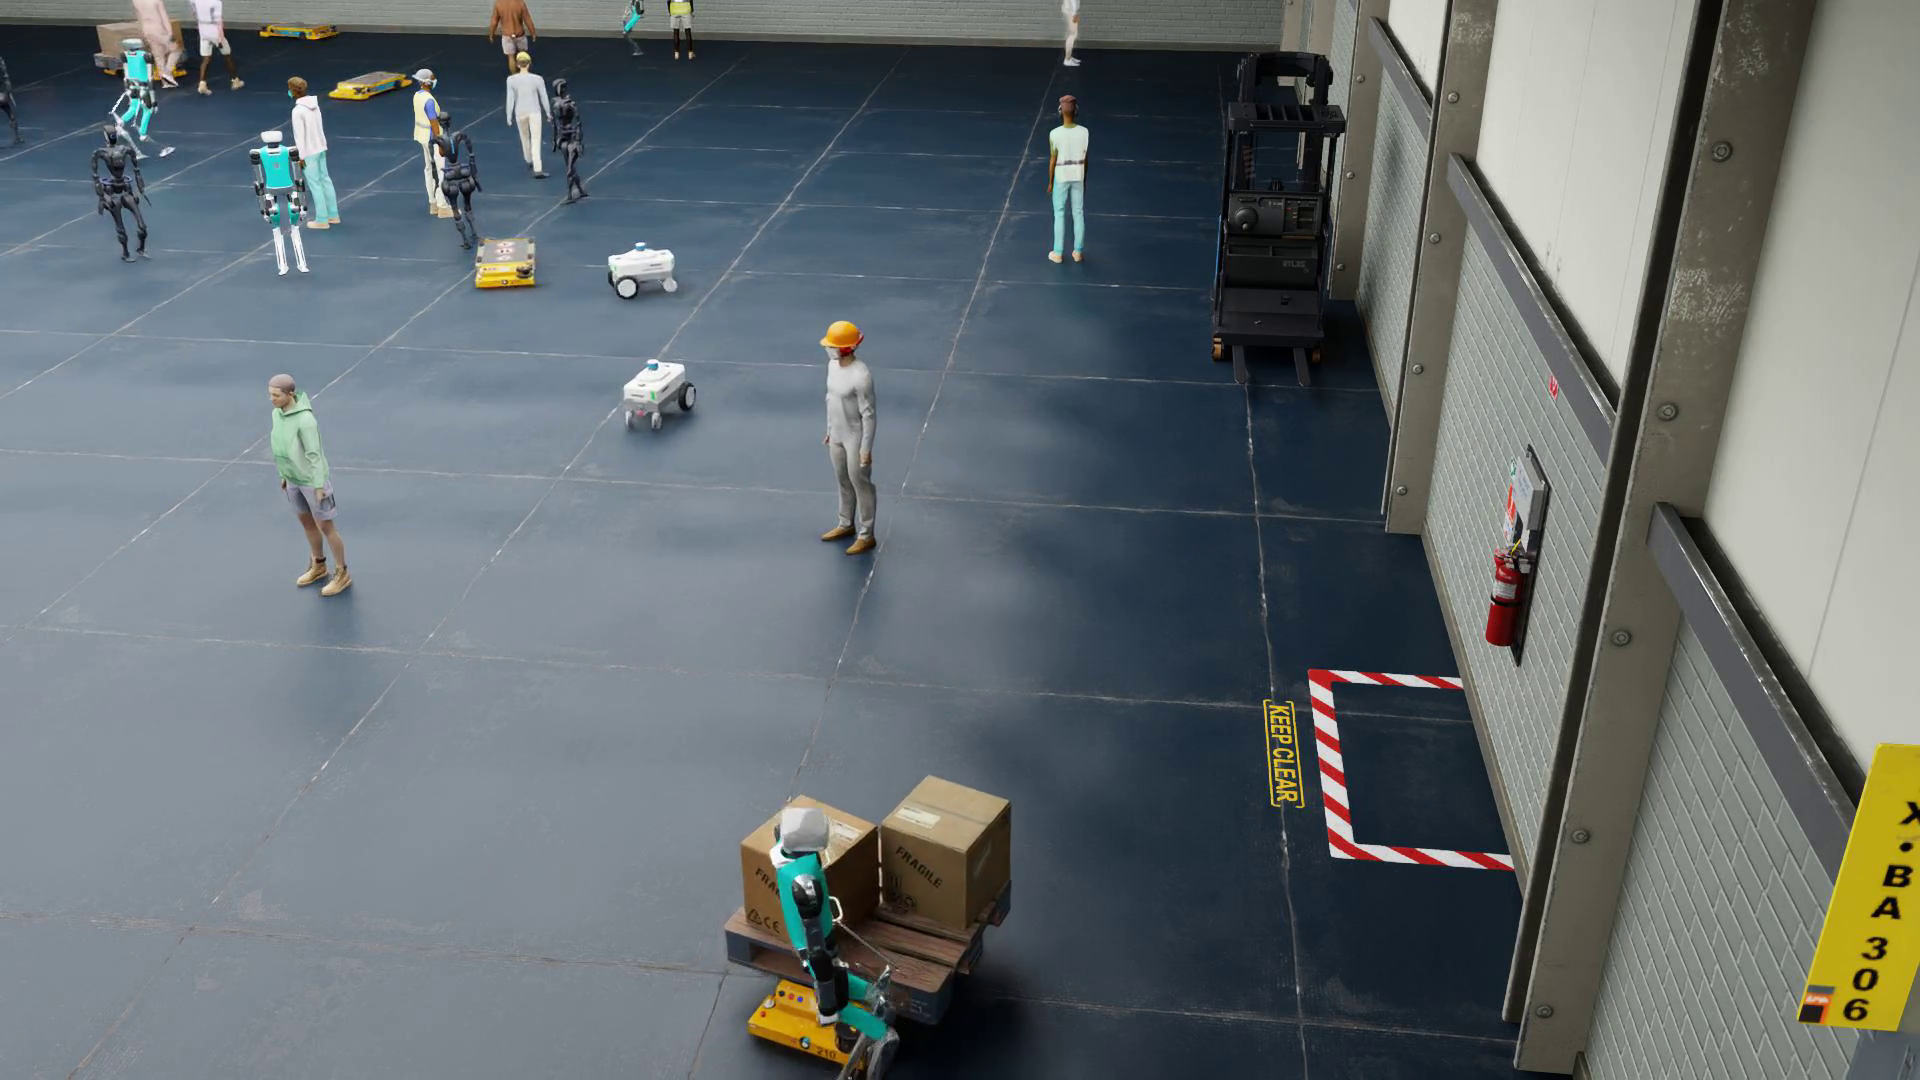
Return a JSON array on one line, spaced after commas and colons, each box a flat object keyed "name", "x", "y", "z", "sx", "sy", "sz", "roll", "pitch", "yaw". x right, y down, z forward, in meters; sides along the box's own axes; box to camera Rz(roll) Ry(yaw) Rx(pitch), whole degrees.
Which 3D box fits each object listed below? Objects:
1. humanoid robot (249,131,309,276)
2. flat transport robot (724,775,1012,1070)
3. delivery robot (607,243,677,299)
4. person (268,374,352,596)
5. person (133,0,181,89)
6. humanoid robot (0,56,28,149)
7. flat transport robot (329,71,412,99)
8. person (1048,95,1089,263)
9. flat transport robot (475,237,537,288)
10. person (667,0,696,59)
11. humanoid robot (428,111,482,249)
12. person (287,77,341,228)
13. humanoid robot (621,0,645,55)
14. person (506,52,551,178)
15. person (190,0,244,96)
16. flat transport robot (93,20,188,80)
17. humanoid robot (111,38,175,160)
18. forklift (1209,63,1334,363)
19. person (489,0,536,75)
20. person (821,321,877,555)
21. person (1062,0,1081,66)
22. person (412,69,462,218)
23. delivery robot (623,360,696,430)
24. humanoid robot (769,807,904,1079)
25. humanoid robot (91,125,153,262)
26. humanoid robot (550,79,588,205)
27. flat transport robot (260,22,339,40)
[{"name": "humanoid robot", "x": -7.817, "y": -3.925, "z": 19.182, "sx": 0.533, "sy": 1.681, "sz": 0.735, "roll": -11, "pitch": 28, "yaw": -20}, {"name": "flat transport robot", "x": -0.482, "y": 2.176, "z": 8.794, "sx": 0.659, "sy": 0.231, "sz": 1.431, "roll": 11, "pitch": 29, "yaw": 21}, {"name": "delivery robot", "x": -3.649, "y": -3.073, "z": 18.976, "sx": 0.811, "sy": 0.613, "sz": 0.499, "roll": -10, "pitch": 28, "yaw": -20}, {"name": "person", "x": -4.851, "y": -0.424, "z": 12.353, "sx": 0.471, "sy": 1.734, "sz": 0.324, "roll": 16, "pitch": 31, "yaw": 29}, {"name": "person", "x": -13.938, "y": -8.823, "z": 28.949, "sx": 0.684, "sy": 1.881, "sz": 0.427, "roll": 8, "pitch": 28, "yaw": 16}, {"name": "humanoid robot", "x": -14.540, "y": -6.731, "z": 25.026, "sx": 0.610, "sy": 1.635, "sz": 0.633, "roll": -1, "pitch": 27, "yaw": -1}, {"name": "flat transport robot", "x": -10.245, "y": -7.906, "z": 28.921, "sx": 0.659, "sy": 0.231, "sz": 1.431, "roll": 9, "pitch": 28, "yaw": 17}, {"name": "person", "x": 1.285, "y": -4.277, "z": 19.772, "sx": 0.481, "sy": 1.980, "sz": 0.405, "roll": -6, "pitch": 27, "yaw": -11}, {"name": "flat transport robot", "x": -5.380, "y": -3.304, "z": 19.734, "sx": 0.659, "sy": 0.231, "sz": 1.431, "roll": -5, "pitch": 27, "yaw": -10}, {"name": "person", "x": -5.275, "y": -9.963, "z": 31.433, "sx": 0.534, "sy": 1.696, "sz": 0.318, "roll": 0, "pitch": 27, "yaw": 0}, {"name": "humanoid robot", "x": -6.178, "y": -4.417, "z": 20.394, "sx": 0.589, "sy": 1.640, "sz": 0.408, "roll": -16, "pitch": 31, "yaw": -29}, {"name": "person", "x": -8.236, "y": -4.915, "z": 21.129, "sx": 0.367, "sy": 1.911, "sz": 0.492, "roll": 6, "pitch": 27, "yaw": 11}, {"name": "humanoid robot", "x": -6.273, "y": -10.064, "z": 31.621, "sx": 0.669, "sy": 1.818, "sz": 0.556, "roll": -12, "pitch": 29, "yaw": -23}, {"name": "person", "x": -6.130, "y": -6.064, "z": 23.665, "sx": 0.597, "sy": 1.677, "sz": 0.966, "roll": -3, "pitch": 27, "yaw": -6}, {"name": "person", "x": -12.859, "y": -8.674, "z": 28.546, "sx": 0.605, "sy": 1.995, "sz": 1.058, "roll": 4, "pitch": 27, "yaw": 8}, {"name": "flat transport robot", "x": -14.807, "y": -8.561, "z": 30.229, "sx": 1.431, "sy": 0.231, "sz": 0.659, "roll": 15, "pitch": 30, "yaw": 27}, {"name": "humanoid robot", "x": -11.978, "y": -6.342, "z": 24.129, "sx": 0.531, "sy": 1.717, "sz": 0.961, "roll": 8, "pitch": 28, "yaw": 16}, {"name": "forklift", "x": 3.241, "y": -3.477, "z": 17.183, "sx": 1.129, "sy": 2.768, "sz": 1.873, "roll": 3, "pitch": 27, "yaw": 6}, {"name": "person", "x": -7.859, "y": -8.897, "z": 29.148, "sx": 0.789, "sy": 1.839, "sz": 0.616, "roll": -8, "pitch": 28, "yaw": -15}, {"name": "person", "x": -0.859, "y": -0.801, "z": 12.928, "sx": 0.376, "sy": 1.893, "sz": 0.562, "roll": -19, "pitch": 32, "yaw": -33}, {"name": "person", "x": 2.079, "y": -9.804, "z": 30.918, "sx": 0.379, "sy": 1.874, "sz": 0.511, "roll": 0, "pitch": 27, "yaw": 0}, {"name": "person", "x": -6.854, "y": -5.145, "z": 21.599, "sx": 0.400, "sy": 1.893, "sz": 0.531, "roll": -18, "pitch": 32, "yaw": -32}, {"name": "delivery robot", "x": -2.857, "y": -1.407, "z": 15.608, "sx": 0.499, "sy": 0.577, "sz": 0.769, "roll": 8, "pitch": 28, "yaw": 15}, {"name": "humanoid robot", "x": -0.489, "y": 1.965, "z": 7.603, "sx": 0.681, "sy": 1.819, "sz": 0.547, "roll": -7, "pitch": 28, "yaw": -14}, {"name": "humanoid robot", "x": -10.006, "y": -4.128, "z": 19.808, "sx": 0.364, "sy": 1.638, "sz": 0.595, "roll": 22, "pitch": 34, "yaw": 36}, {"name": "humanoid robot", "x": -5.273, "y": -5.329, "z": 22.221, "sx": 0.613, "sy": 1.634, "sz": 0.651, "roll": 19, "pitch": 32, "yaw": 33}, {"name": "flat transport robot", "x": -13.431, "y": -10.353, "z": 33.807, "sx": 1.431, "sy": 0.231, "sz": 0.659, "roll": 9, "pitch": 28, "yaw": 17}]
